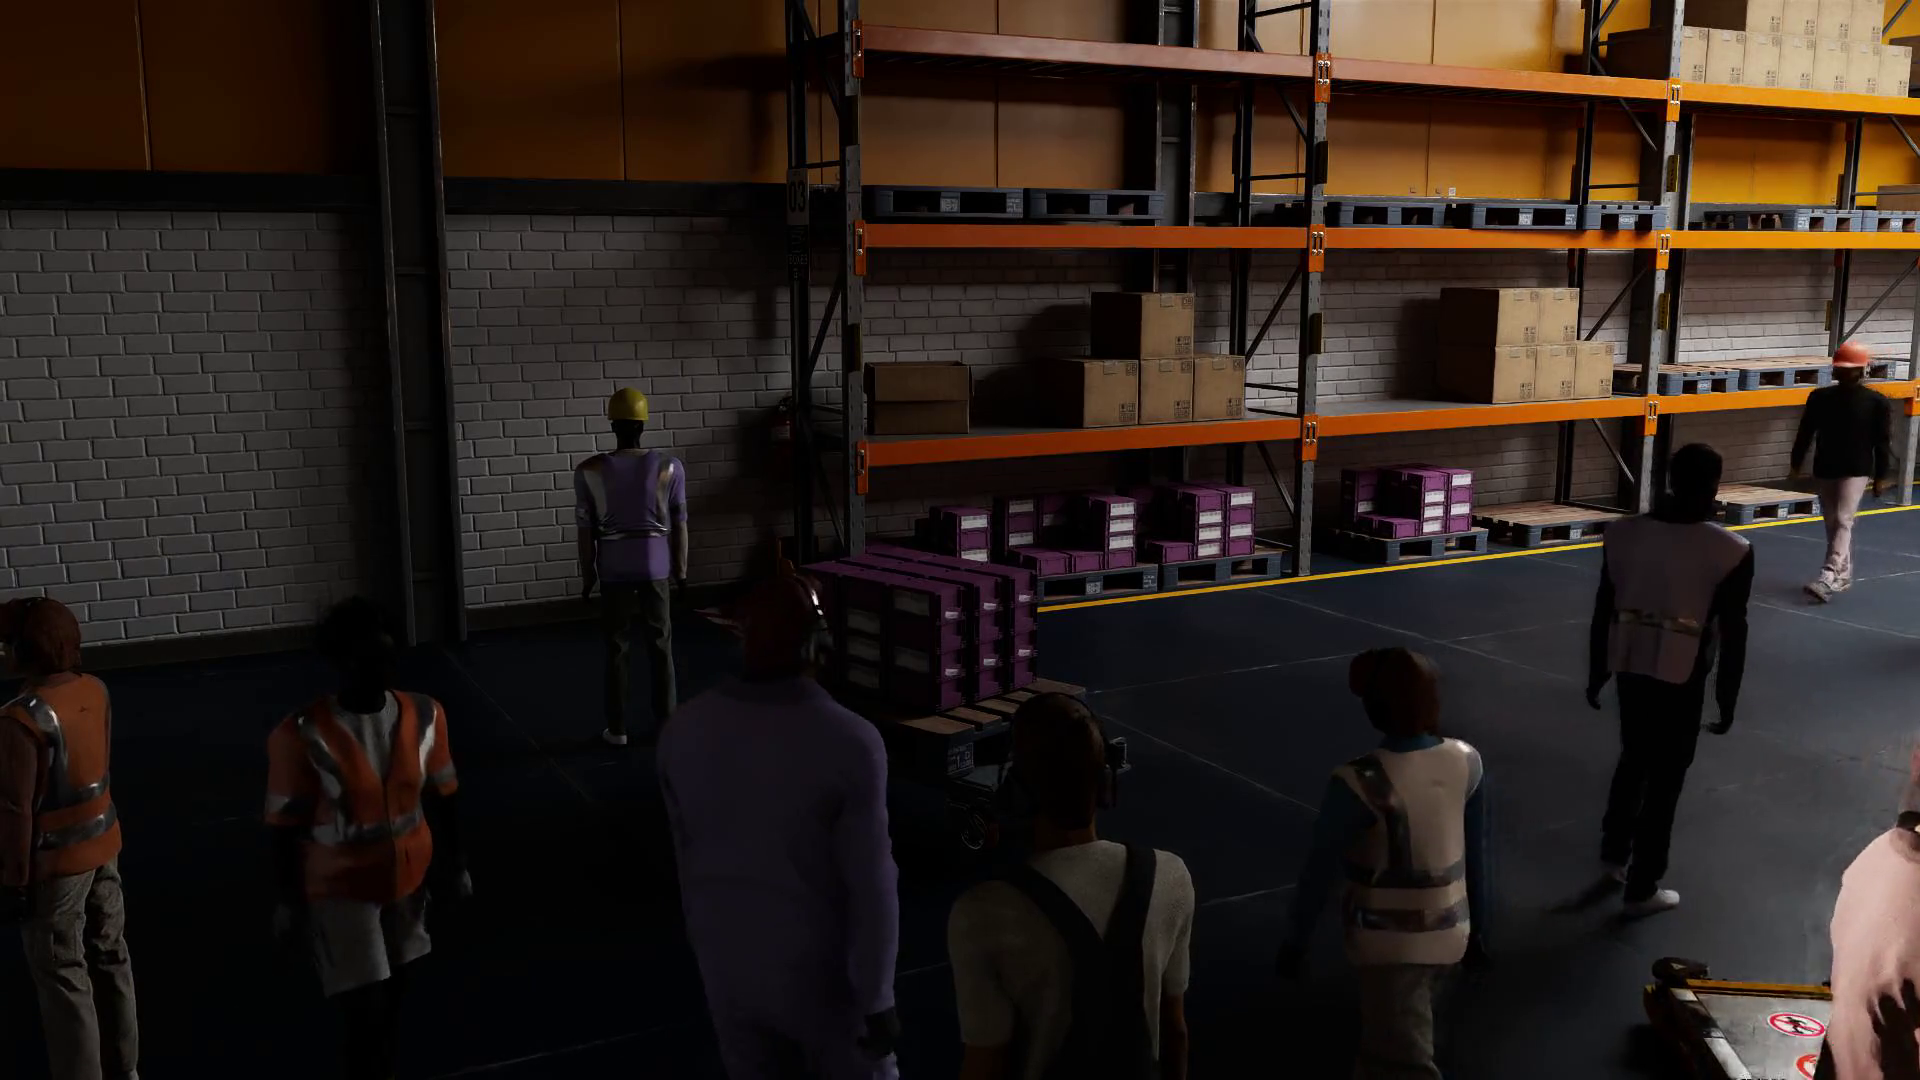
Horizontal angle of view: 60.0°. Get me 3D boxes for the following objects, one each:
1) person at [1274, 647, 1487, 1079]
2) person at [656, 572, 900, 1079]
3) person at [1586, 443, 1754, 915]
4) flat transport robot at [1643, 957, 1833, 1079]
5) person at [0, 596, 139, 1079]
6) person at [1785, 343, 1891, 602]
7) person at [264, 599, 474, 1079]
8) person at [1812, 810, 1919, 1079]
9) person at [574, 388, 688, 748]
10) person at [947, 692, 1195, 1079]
[{"bbox_3d":[1.117,1.072,4.490,0.541,1.600,0.777,-6,12,-32],"label":"person"},{"bbox_3d":[-0.412,1.015,4.051,0.661,1.883,0.420,5,11,25],"label":"person"},{"bbox_3d":[2.825,0.558,6.692,0.512,1.885,0.603,-9,13,-42],"label":"person"},{"bbox_3d":[2.599,1.652,5.021,0.652,0.197,1.431,1,10,7],"label":"flat transport robot"},{"bbox_3d":[-2.705,0.974,5.022,0.311,1.633,0.519,0,10,1],"label":"person"},{"bbox_3d":[6.641,-0.513,12.660,1.002,1.945,0.622,-7,12,-35],"label":"person"},{"bbox_3d":[-1.623,0.998,4.712,0.593,1.674,0.557,8,13,40],"label":"person"},{"bbox_3d":[1.730,1.202,3.057,0.999,1.860,0.664,4,11,22],"label":"person"},{"bbox_3d":[-1.744,0.154,8.881,0.587,1.928,0.363,-3,10,-15],"label":"person"},{"bbox_3d":[0.198,1.195,3.153,0.505,1.836,0.351,-5,11,-27],"label":"person"}]
